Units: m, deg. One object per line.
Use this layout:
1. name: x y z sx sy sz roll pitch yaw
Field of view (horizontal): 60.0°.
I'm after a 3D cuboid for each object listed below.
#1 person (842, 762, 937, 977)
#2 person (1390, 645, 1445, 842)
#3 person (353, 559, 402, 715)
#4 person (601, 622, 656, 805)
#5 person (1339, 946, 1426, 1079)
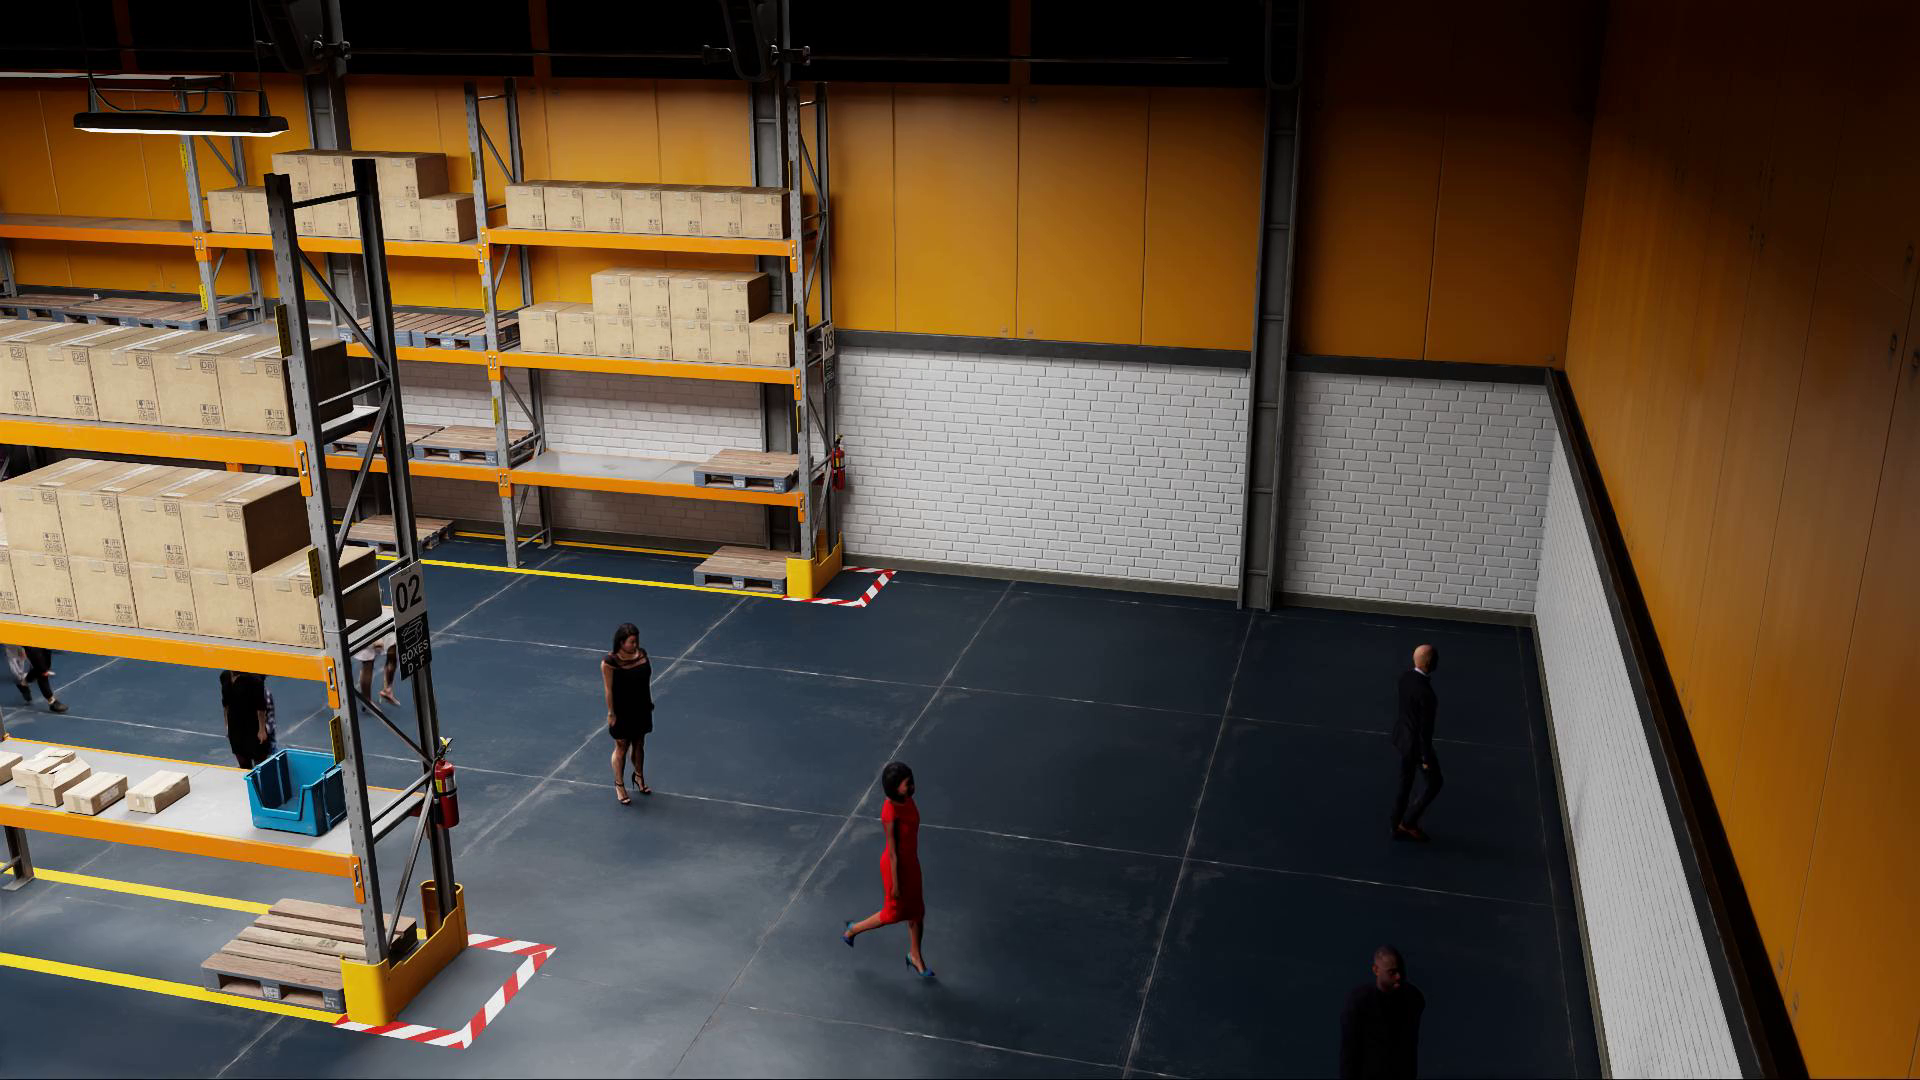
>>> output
1. person: -0.522 2.449 12.336 0.995 1.714 0.630 6 20 18
2. person: 3.830 1.760 14.268 0.824 1.789 0.823 -5 19 -15
3. person: -6.013 0.945 16.728 0.789 1.762 0.728 0 19 1
4. person: -2.996 1.542 15.034 0.746 1.712 0.747 15 24 37
5. person: 2.475 3.225 9.872 0.743 1.817 0.850 -6 20 -17
